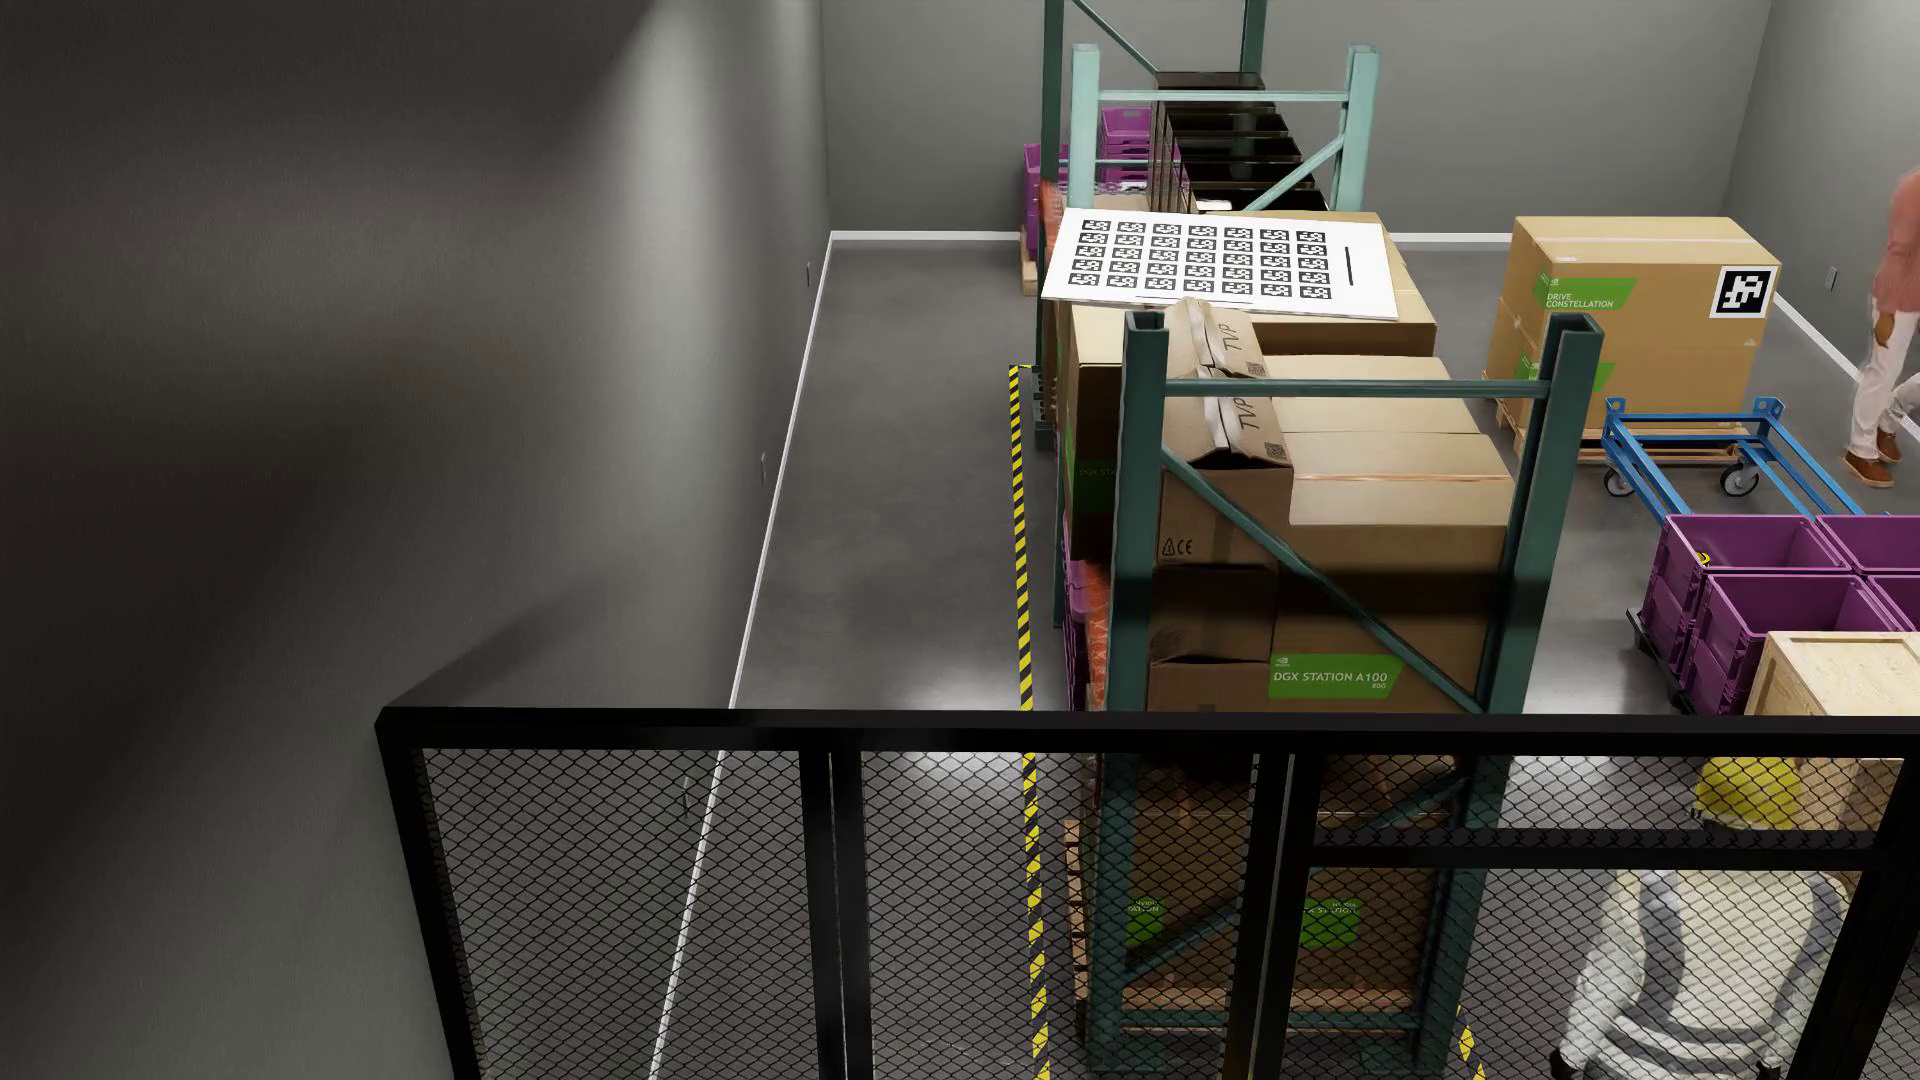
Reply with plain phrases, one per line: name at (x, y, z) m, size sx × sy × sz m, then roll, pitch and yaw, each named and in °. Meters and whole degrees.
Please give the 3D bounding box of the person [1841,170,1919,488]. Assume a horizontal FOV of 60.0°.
person at (4.713, -1.186, 8.142) m, size 0.625 × 1.978 × 0.430 m, roll -7°, pitch 32°, yaw -12°

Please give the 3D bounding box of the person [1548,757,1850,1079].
person at (1.813, 1.259, 4.229) m, size 0.603 × 1.825 × 0.404 m, roll 0°, pitch 31°, yaw 0°
